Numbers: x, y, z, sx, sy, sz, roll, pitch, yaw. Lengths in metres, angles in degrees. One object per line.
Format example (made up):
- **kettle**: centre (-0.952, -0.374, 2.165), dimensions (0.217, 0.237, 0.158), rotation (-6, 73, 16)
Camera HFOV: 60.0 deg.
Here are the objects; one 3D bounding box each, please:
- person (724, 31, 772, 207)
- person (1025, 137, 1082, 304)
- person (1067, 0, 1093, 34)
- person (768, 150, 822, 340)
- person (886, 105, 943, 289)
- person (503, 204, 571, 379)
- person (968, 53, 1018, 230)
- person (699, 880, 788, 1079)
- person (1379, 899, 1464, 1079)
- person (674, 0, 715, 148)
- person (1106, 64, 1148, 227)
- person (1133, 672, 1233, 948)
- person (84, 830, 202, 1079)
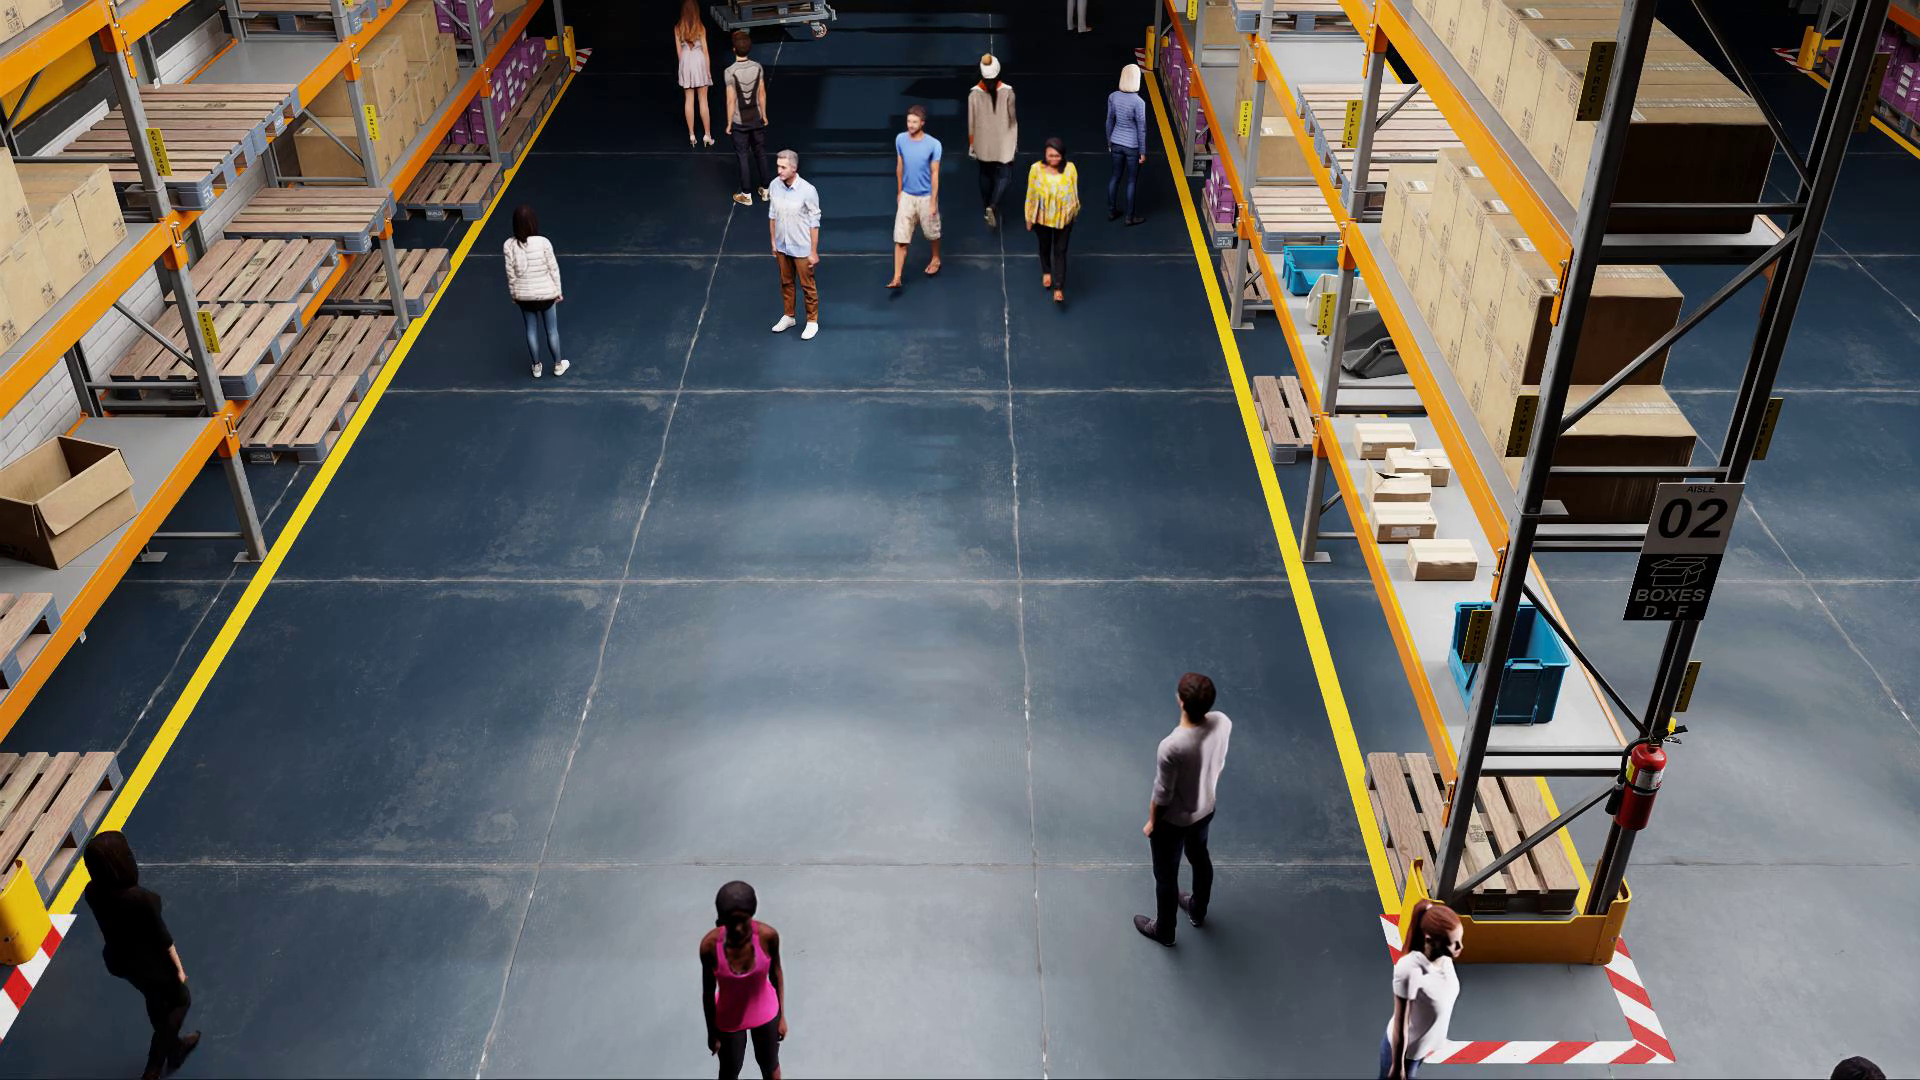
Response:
- **person**: centre (-2.347, -4.638, 18.314), dimensions (0.735, 1.894, 0.736), rotation (-19, 38, -26)
- **person**: centre (0.904, -3.185, 16.381), dimensions (0.702, 1.612, 1.003), rotation (0, 34, 1)
- **person**: centre (1.696, -8.164, 23.724), dimensions (0.681, 1.776, 0.731), rotation (26, 41, 33)
- **person**: centre (-1.547, -2.786, 15.590), dimensions (0.766, 1.825, 0.736), rotation (16, 37, 23)
- **person**: centre (-0.372, -3.452, 16.601), dimensions (0.934, 1.814, 1.295), rotation (11, 35, 16)
- **person**: centre (-3.809, -2.234, 14.927), dimensions (0.626, 1.638, 0.560), rotation (-2, 34, -4)
- **person**: centre (0.338, -4.231, 17.724), dimensions (0.857, 1.868, 1.083), rotation (9, 35, 13)
- **person**: centre (-1.035, 2.294, 8.039), dimensions (0.609, 1.723, 0.628), rotation (-9, 35, -13)
- **person**: centre (2.122, 2.369, 7.912), dimensions (0.715, 1.738, 0.634), rotation (22, 40, 30)
- **person**: centre (-3.170, -5.571, 19.831), dimensions (0.584, 1.769, 0.601), rotation (3, 34, 5)
- **person**: centre (1.788, -4.250, 17.865), dimensions (0.719, 1.744, 0.763), rotation (26, 42, 34)
- **person**: centre (1.242, 1.476, 9.161), dimensions (0.735, 1.844, 0.759), rotation (-23, 40, -30)
- **person**: centre (-4.132, 2.167, 8.317), dimensions (0.686, 1.627, 0.893), rotation (7, 34, 10)
